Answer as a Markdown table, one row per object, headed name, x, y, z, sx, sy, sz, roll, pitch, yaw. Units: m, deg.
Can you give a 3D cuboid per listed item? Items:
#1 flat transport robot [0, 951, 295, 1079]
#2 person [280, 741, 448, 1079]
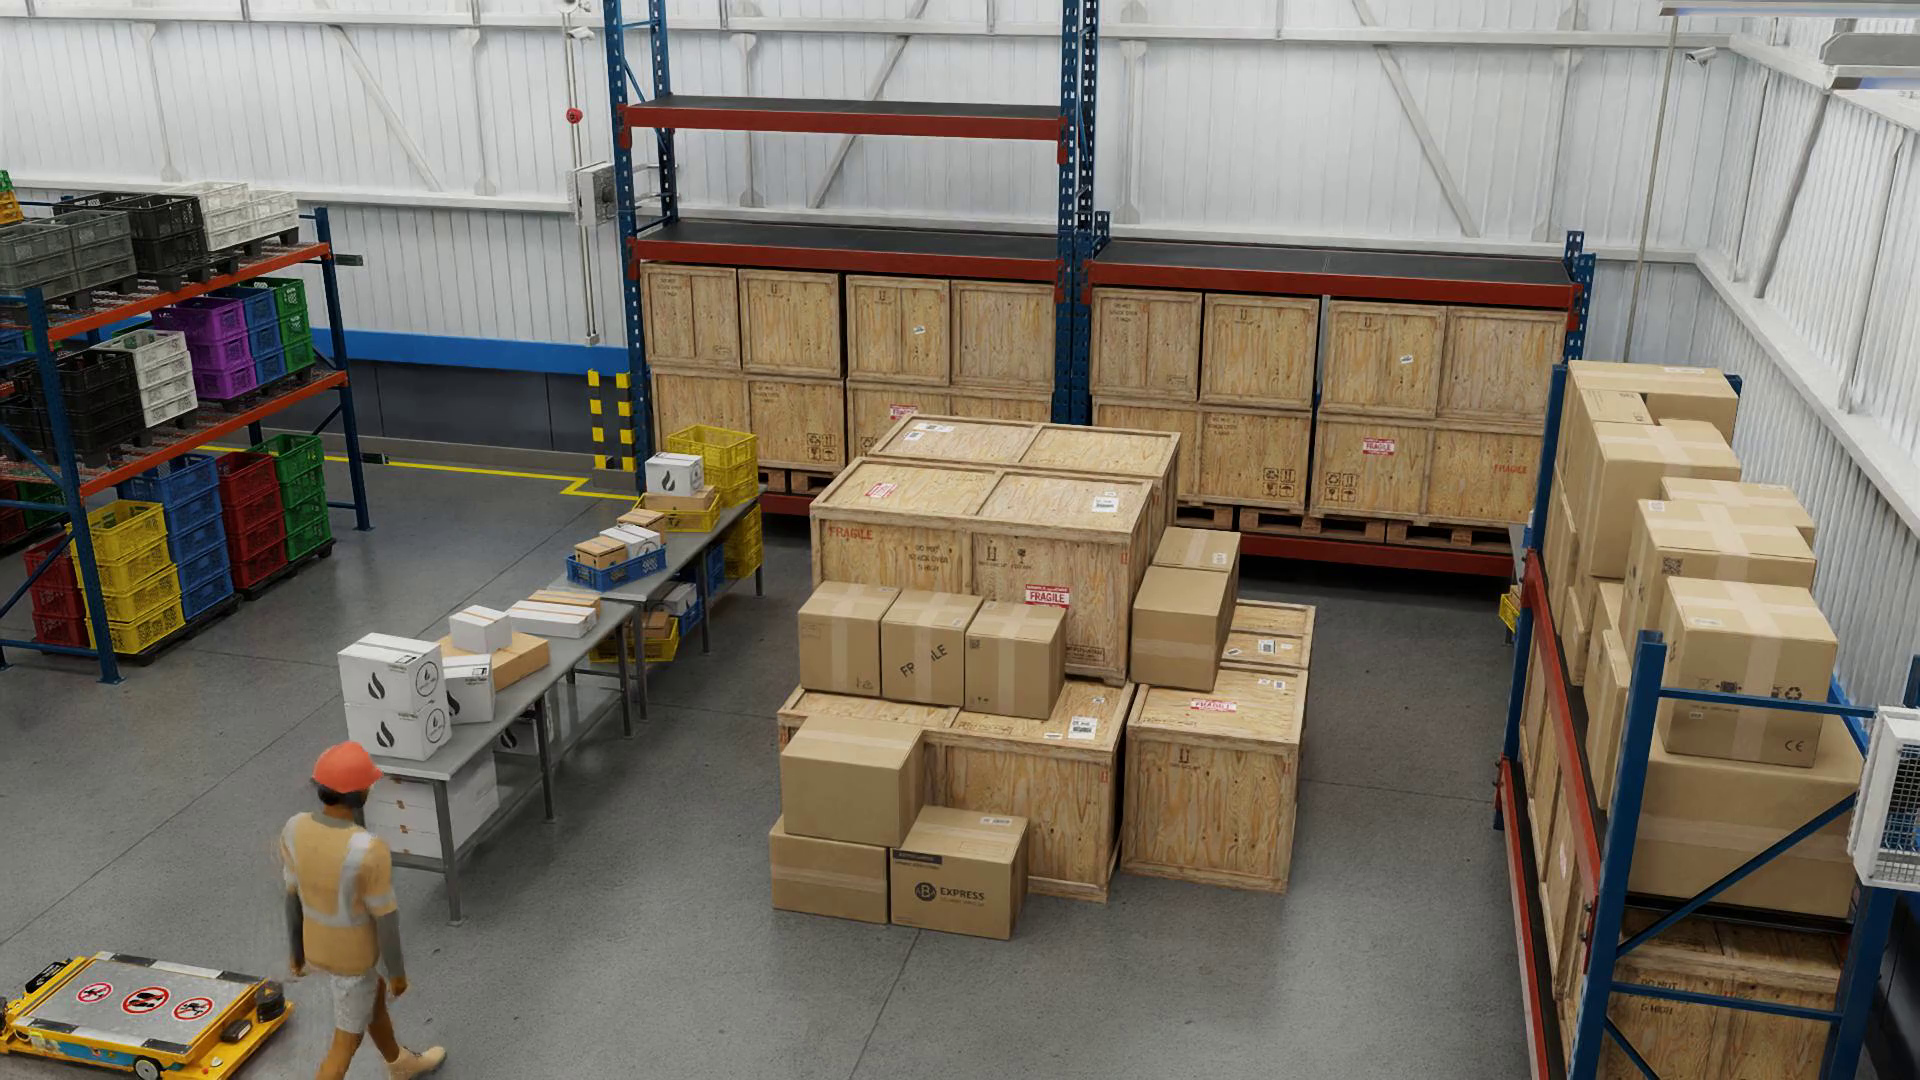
| name | x | y | z | sx | sy | sz | roll | pitch | yaw |
| --- | --- | --- | --- | --- | --- | --- | --- | --- | --- |
| flat transport robot | -4.270 | 2.464 | 8.601 | 1.431 | 0.231 | 0.659 | 5 | 22 | 13 |
| person | -2.861 | 1.888 | 7.703 | 0.612 | 2.005 | 0.907 | 12 | 24 | 29 |
